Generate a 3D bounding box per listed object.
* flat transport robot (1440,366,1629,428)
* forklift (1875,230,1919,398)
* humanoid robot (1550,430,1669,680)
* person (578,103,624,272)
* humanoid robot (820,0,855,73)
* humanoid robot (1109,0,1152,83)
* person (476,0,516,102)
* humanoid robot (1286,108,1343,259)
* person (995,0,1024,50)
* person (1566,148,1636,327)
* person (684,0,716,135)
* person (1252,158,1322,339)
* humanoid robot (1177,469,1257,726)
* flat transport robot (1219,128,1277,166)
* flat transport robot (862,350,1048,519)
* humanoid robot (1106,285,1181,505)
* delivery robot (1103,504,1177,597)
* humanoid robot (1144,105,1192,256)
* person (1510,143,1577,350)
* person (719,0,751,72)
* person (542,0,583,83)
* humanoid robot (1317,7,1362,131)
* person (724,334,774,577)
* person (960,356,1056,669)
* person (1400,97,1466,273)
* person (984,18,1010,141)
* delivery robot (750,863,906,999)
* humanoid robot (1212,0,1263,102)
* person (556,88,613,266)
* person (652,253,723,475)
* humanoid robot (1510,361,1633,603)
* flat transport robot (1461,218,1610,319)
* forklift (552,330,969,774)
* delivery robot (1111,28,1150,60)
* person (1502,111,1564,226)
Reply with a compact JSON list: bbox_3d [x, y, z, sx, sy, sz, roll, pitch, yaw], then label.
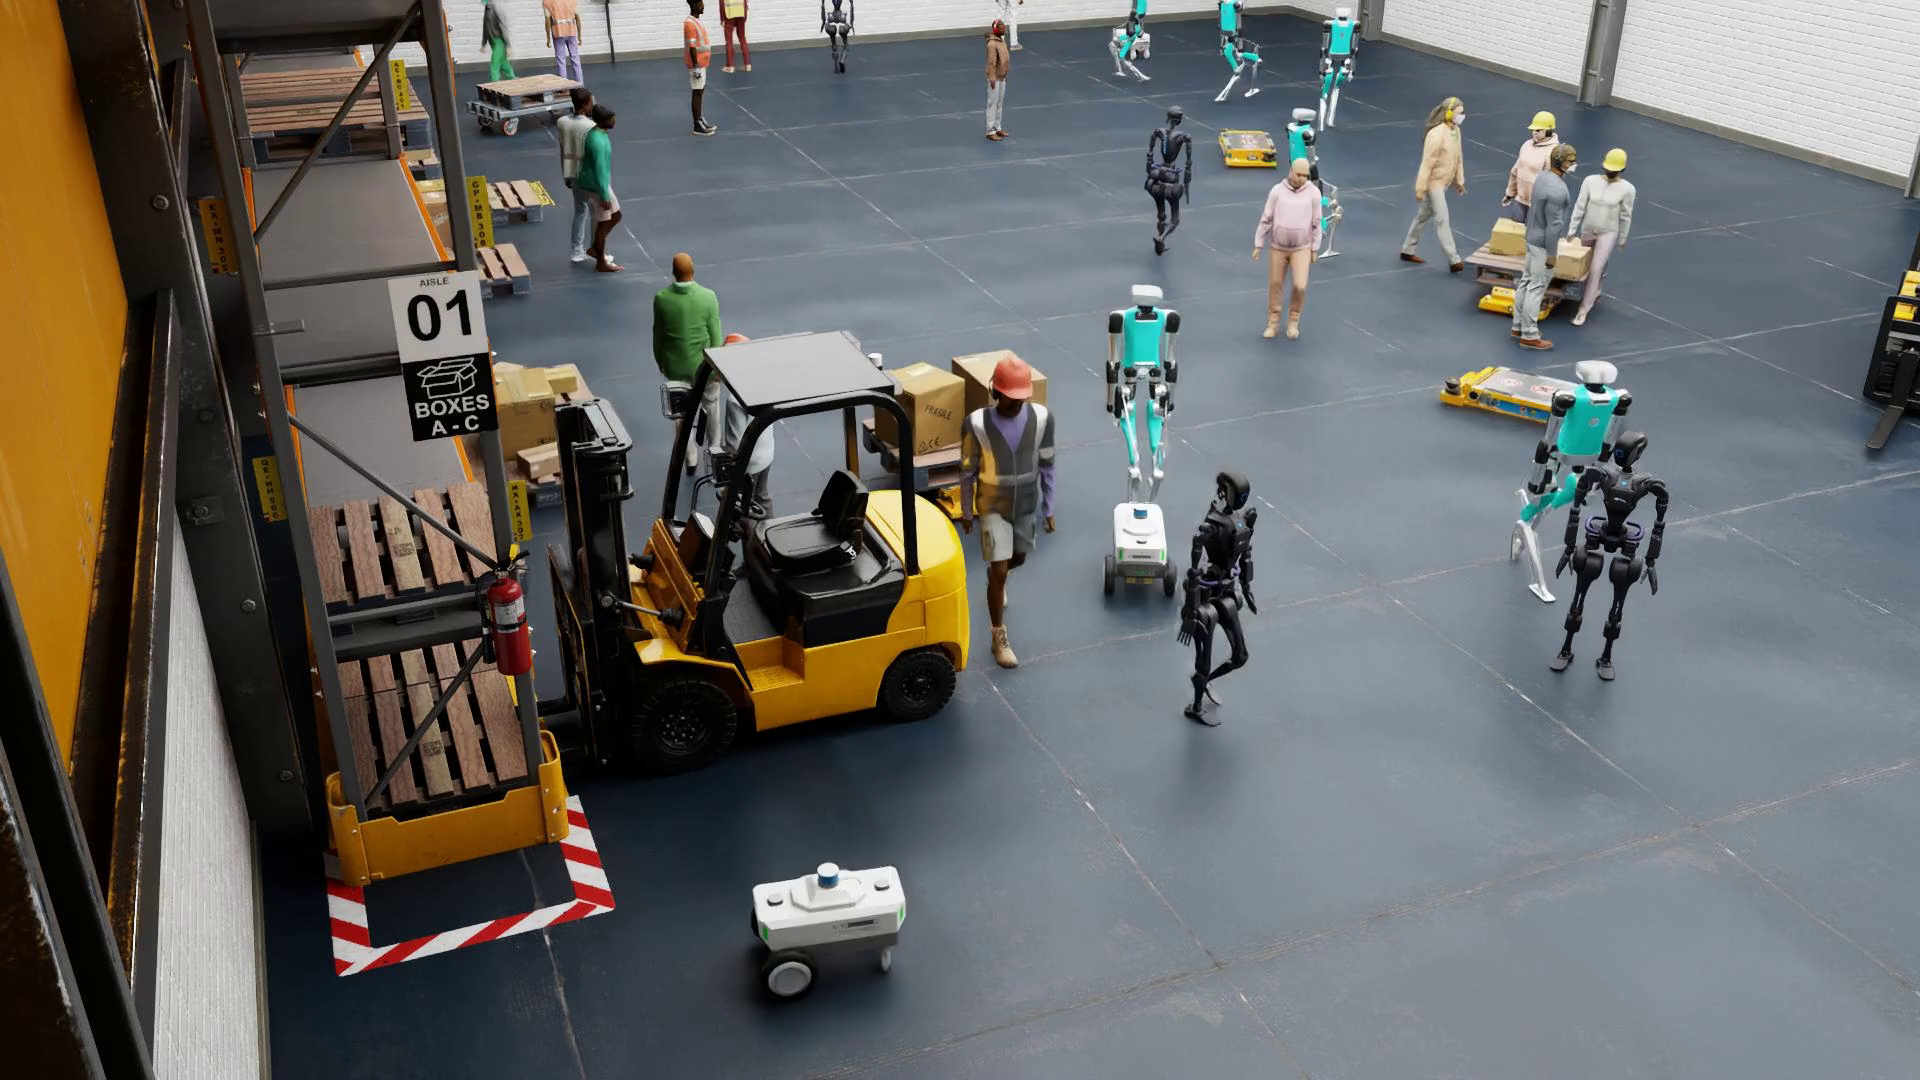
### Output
[{"bbox_3d":[4.970,-1.213,14.400,1.431,0.231,0.659,20,33,34],"label":"flat transport robot"},{"bbox_3d":[9.029,-2.397,14.618,1.214,2.155,2.313,18,32,32],"label":"forklift"},{"bbox_3d":[4.006,0.090,10.229,0.599,1.655,0.315,12,29,22],"label":"humanoid robot"},{"bbox_3d":[-3.818,-3.728,17.673,0.466,1.825,0.542,-3,27,-6],"label":"person"},{"bbox_3d":[-2.031,-8.500,27.340,0.588,1.644,0.474,2,27,3],"label":"humanoid robot"},{"bbox_3d":[2.695,-8.198,26.654,0.957,1.750,0.545,12,29,23],"label":"humanoid robot"},{"bbox_3d":[-7.110,-7.497,25.182,0.864,1.804,0.551,-16,31,-29],"label":"person"},{"bbox_3d":[3.899,-3.784,17.910,0.979,1.743,0.533,-7,27,-13],"label":"humanoid robot"},{"bbox_3d":[0.861,-9.605,29.297,0.577,1.882,0.354,14,30,26],"label":"person"},{"bbox_3d":[6.332,-3.038,16.417,0.533,1.714,0.887,21,34,36],"label":"person"},{"bbox_3d":[-3.698,-6.747,23.521,0.368,1.965,0.601,0,27,-1],"label":"person"},{"bbox_3d":[3.116,-2.767,15.823,0.587,1.768,0.493,9,28,17],"label":"person"},{"bbox_3d":[1.511,0.340,9.743,0.613,1.642,0.335,-22,34,-37],"label":"humanoid robot"},{"bbox_3d":[3.898,-5.318,22.565,0.659,0.231,1.431,2,27,3],"label":"flat transport robot"},{"bbox_3d":[-0.043,-0.565,13.112,0.659,0.231,1.431,-11,29,-21],"label":"flat transport robot"},{"bbox_3d":[1.358,-0.908,12.223,0.545,1.834,0.735,-2,27,-4],"label":"humanoid robot"},{"bbox_3d":[1.249,0.030,11.601,0.499,0.587,0.767,1,27,3],"label":"delivery robot"},{"bbox_3d":[2.222,-3.931,18.256,0.593,1.641,0.532,18,32,32],"label":"humanoid robot"},{"bbox_3d":[5.490,-2.768,15.639,0.373,1.936,0.627,1,27,3],"label":"person"},{"bbox_3d":[-3.726,-8.625,27.500,0.507,1.753,0.425,-13,29,-24],"label":"person"},{"bbox_3d":[-6.112,-7.761,25.669,0.563,1.846,0.397,-12,29,-22],"label":"person"},{"bbox_3d":[5.349,-6.684,23.728,0.541,1.846,0.767,1,27,3],"label":"humanoid robot"},{"bbox_3d":[-1.475,-0.589,11.525,0.350,1.737,0.572,9,28,17],"label":"person"},{"bbox_3d":[0.285,-0.274,10.611,0.599,2.008,0.935,-7,28,-14],"label":"person"},{"bbox_3d":[5.219,-3.798,17.803,0.970,1.826,0.589,20,33,34],"label":"person"},{"bbox_3d":[0.506,-6.444,23.262,0.328,1.651,0.469,11,29,21],"label":"person"},{"bbox_3d":[-0.641,1.823,8.035,0.738,0.587,0.525,-6,27,-11],"label":"delivery robot"},{"bbox_3d":[4.347,-7.566,25.465,1.031,1.769,0.537,-14,30,-25],"label":"humanoid robot"},{"bbox_3d":[-4.054,-3.902,17.936,0.601,1.910,0.398,15,30,28],"label":"person"},{"bbox_3d":[-2.139,-1.446,13.196,0.558,1.757,0.739,-2,27,-4],"label":"person"},{"bbox_3d":[4.011,-0.490,11.358,0.556,1.779,0.971,-4,27,-9],"label":"humanoid robot"},{"bbox_3d":[5.908,-2.604,17.167,0.659,0.231,1.431,17,31,30],"label":"flat transport robot"},{"bbox_3d":[-1.094,0.010,9.831,2.313,2.155,1.214,-10,28,-20],"label":"forklift"},{"bbox_3d":[2.992,-8.680,28.950,0.499,0.610,0.804,-11,29,-21],"label":"delivery robot"},{"bbox_3d":[5.934,-3.492,17.171,0.434,1.859,0.812,-9,28,-18],"label":"person"}]
